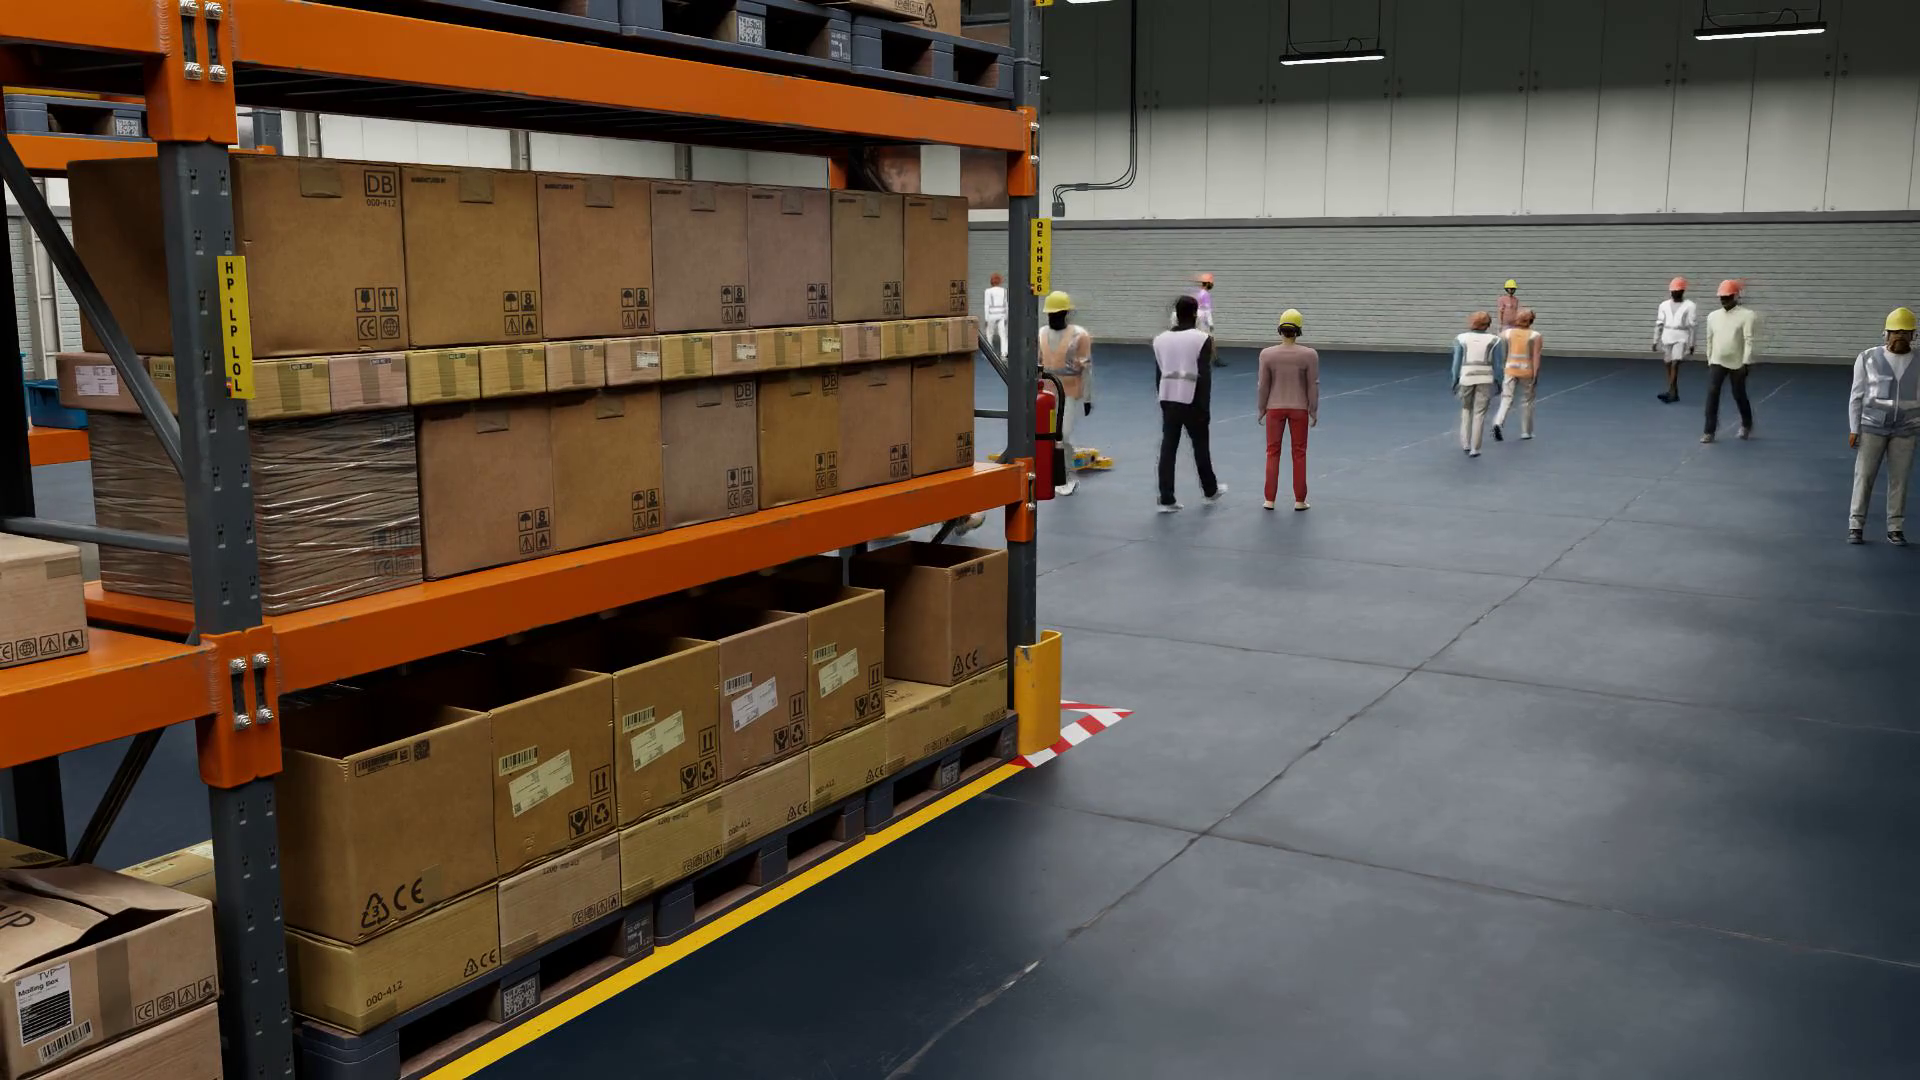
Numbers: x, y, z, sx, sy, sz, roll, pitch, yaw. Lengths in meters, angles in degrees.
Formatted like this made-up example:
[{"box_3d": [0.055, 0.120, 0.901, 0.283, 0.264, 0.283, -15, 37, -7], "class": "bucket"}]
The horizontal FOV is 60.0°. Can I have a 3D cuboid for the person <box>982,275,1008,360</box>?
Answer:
[{"box_3d": [0.763, -4.780, 35.754, 0.594, 1.828, 0.974, -4, 11, -24], "class": "person"}]

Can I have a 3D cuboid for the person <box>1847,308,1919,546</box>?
[{"box_3d": [7.175, -0.867, 12.823, 0.589, 1.835, 0.404, 3, 10, 20], "class": "person"}]

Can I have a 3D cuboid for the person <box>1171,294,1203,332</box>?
[{"box_3d": [3.555, -3.039, 26.120, 0.523, 1.641, 0.313, 0, 10, -2], "class": "person"}]

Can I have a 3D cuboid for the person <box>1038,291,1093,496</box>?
[{"box_3d": [0.922, -1.356, 15.472, 0.602, 1.903, 0.553, 7, 12, 37], "class": "person"}]

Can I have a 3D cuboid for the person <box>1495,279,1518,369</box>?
[{"box_3d": [10.753, -4.219, 32.643, 0.523, 1.769, 0.321, -6, 11, -30], "class": "person"}]

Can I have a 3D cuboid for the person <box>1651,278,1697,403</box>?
[{"box_3d": [10.817, -3.016, 25.248, 1.012, 1.880, 0.558, -9, 14, -44], "class": "person"}]

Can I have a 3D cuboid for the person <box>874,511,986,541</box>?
[{"box_3d": [-0.267, -0.891, 13.071, 0.967, 1.788, 0.503, -5, 11, -28], "class": "person"}]

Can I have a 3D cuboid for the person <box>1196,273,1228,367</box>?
[{"box_3d": [4.848, -4.372, 33.209, 1.007, 1.889, 0.564, 0, 10, -2], "class": "person"}]

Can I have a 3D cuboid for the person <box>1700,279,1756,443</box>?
[{"box_3d": [9.288, -2.152, 20.004, 0.927, 1.959, 0.609, -9, 13, -43], "class": "person"}]

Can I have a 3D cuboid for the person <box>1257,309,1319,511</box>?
[{"box_3d": [2.874, -1.134, 14.584, 0.533, 1.768, 0.310, 2, 10, 14], "class": "person"}]

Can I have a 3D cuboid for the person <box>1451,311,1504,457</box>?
[{"box_3d": [5.813, -1.754, 18.638, 0.552, 1.613, 0.664, 5, 11, 27], "class": "person"}]

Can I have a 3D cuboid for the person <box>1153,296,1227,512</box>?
[{"box_3d": [2.025, -1.204, 14.686, 0.610, 1.866, 0.985, 7, 12, 37], "class": "person"}]

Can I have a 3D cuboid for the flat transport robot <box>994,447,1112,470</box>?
[{"box_3d": [0.889, -0.808, 17.047, 0.652, 0.197, 1.431, 8, 12, 39], "class": "flat transport robot"}]

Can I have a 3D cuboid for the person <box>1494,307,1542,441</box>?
[{"box_3d": [6.748, -2.001, 20.085, 0.513, 1.614, 0.742, 8, 12, 37], "class": "person"}]
